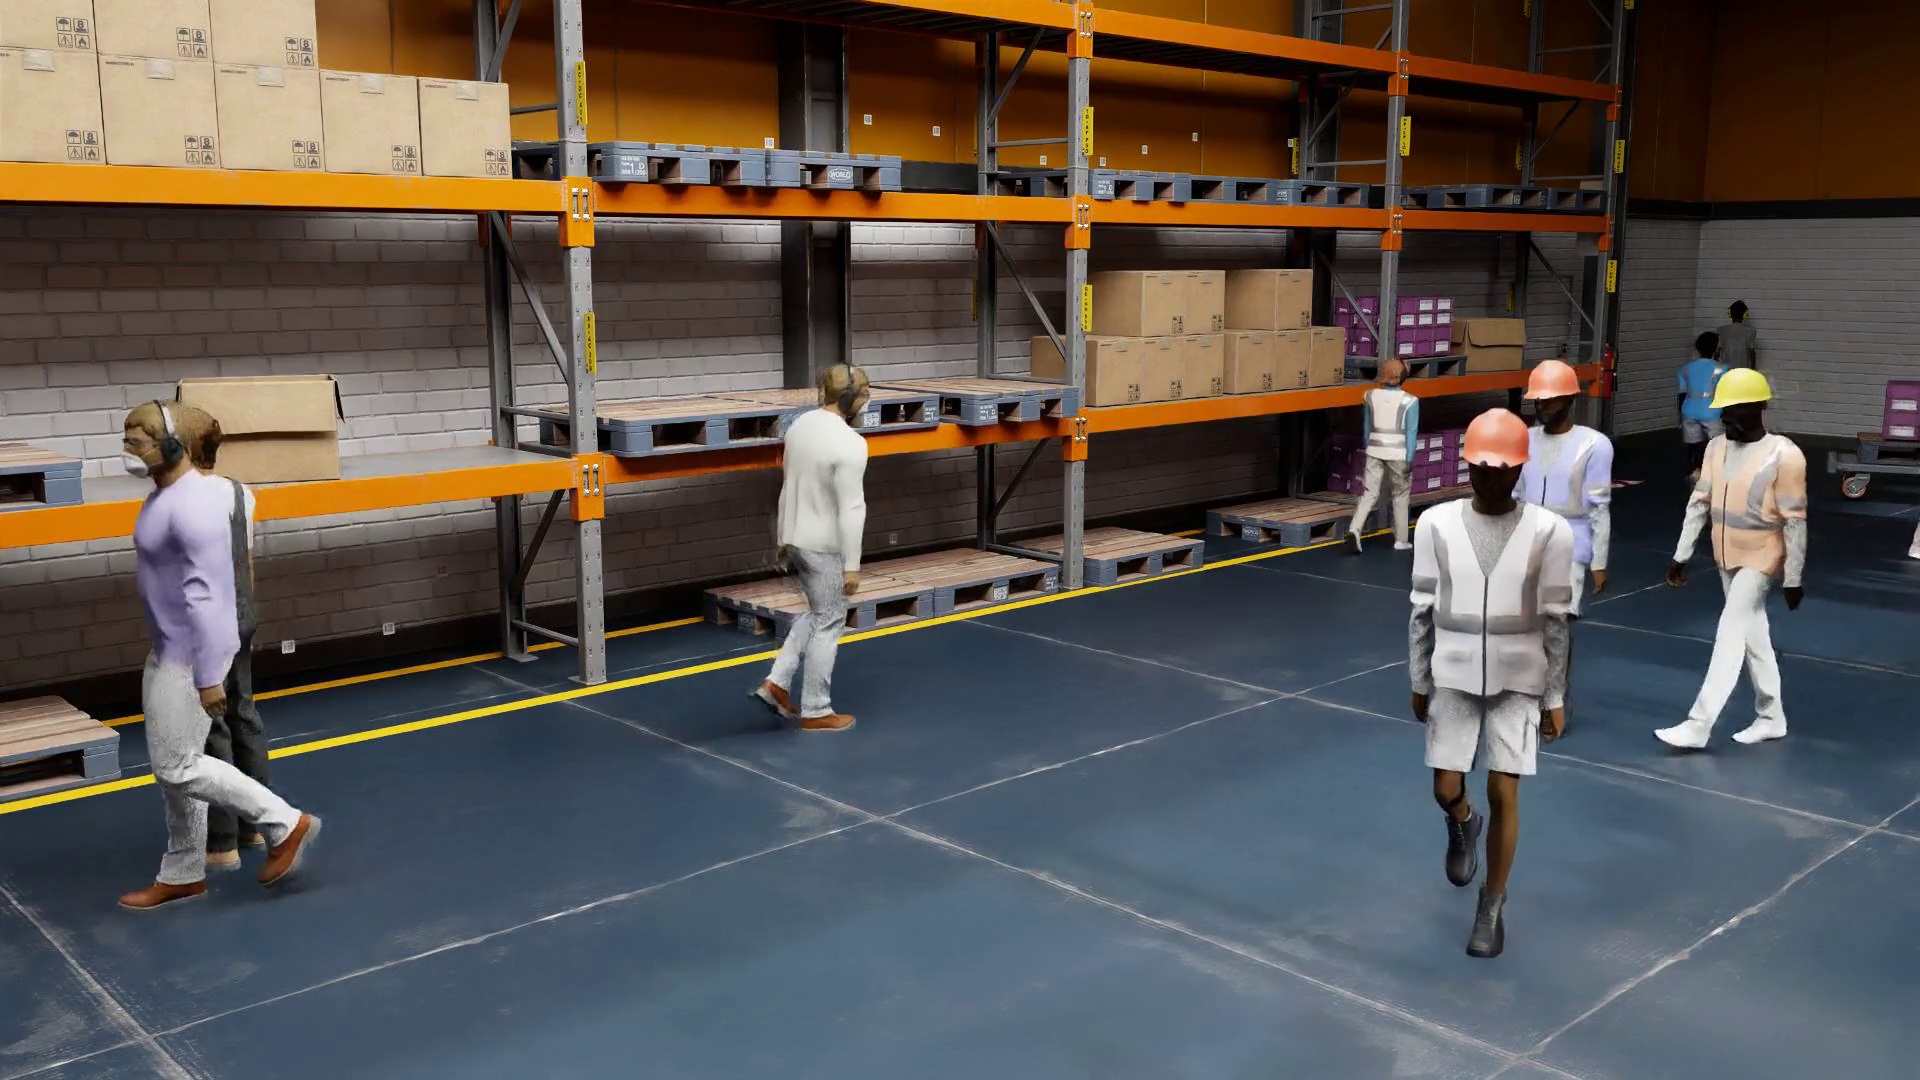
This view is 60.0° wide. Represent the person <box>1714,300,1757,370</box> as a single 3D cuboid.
[{"bbox_3d":[9.847,-2.107,21.169,0.521,1.873,0.328,6,11,30],"label":"person"}]

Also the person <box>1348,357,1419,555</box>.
[{"bbox_3d":[3.468,-0.680,13.549,0.513,1.614,0.742,8,12,39],"label":"person"}]

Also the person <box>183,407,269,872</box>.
[{"bbox_3d":[-2.984,0.395,6.602,0.345,1.846,0.508,2,10,9],"label":"person"}]

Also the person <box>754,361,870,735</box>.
[{"bbox_3d":[-0.698,0.051,8.422,0.507,1.907,0.654,-6,12,-33],"label":"person"}]

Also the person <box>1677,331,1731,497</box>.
[{"bbox_3d":[7.411,-1.243,16.626,0.447,1.686,0.548,-8,12,-39],"label":"person"}]

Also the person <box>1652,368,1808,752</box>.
[{"bbox_3d":[3.763,0.106,8.174,0.930,1.880,0.593,-2,10,-12],"label":"person"}]

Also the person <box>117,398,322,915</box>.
[{"bbox_3d":[-2.814,0.431,6.152,0.617,1.922,0.639,-6,11,-32],"label":"person"}]

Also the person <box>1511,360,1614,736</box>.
[{"bbox_3d":[2.945,0.060,8.346,0.446,1.916,0.567,-9,13,-42],"label":"person"}]

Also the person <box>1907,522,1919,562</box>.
[{"bbox_3d":[8.053,-0.703,13.055,1.043,1.841,0.637,1,10,4],"label":"person"}]

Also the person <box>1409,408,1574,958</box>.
[{"bbox_3d":[1.888,0.473,5.947,0.550,1.922,0.620,4,11,23],"label":"person"}]
